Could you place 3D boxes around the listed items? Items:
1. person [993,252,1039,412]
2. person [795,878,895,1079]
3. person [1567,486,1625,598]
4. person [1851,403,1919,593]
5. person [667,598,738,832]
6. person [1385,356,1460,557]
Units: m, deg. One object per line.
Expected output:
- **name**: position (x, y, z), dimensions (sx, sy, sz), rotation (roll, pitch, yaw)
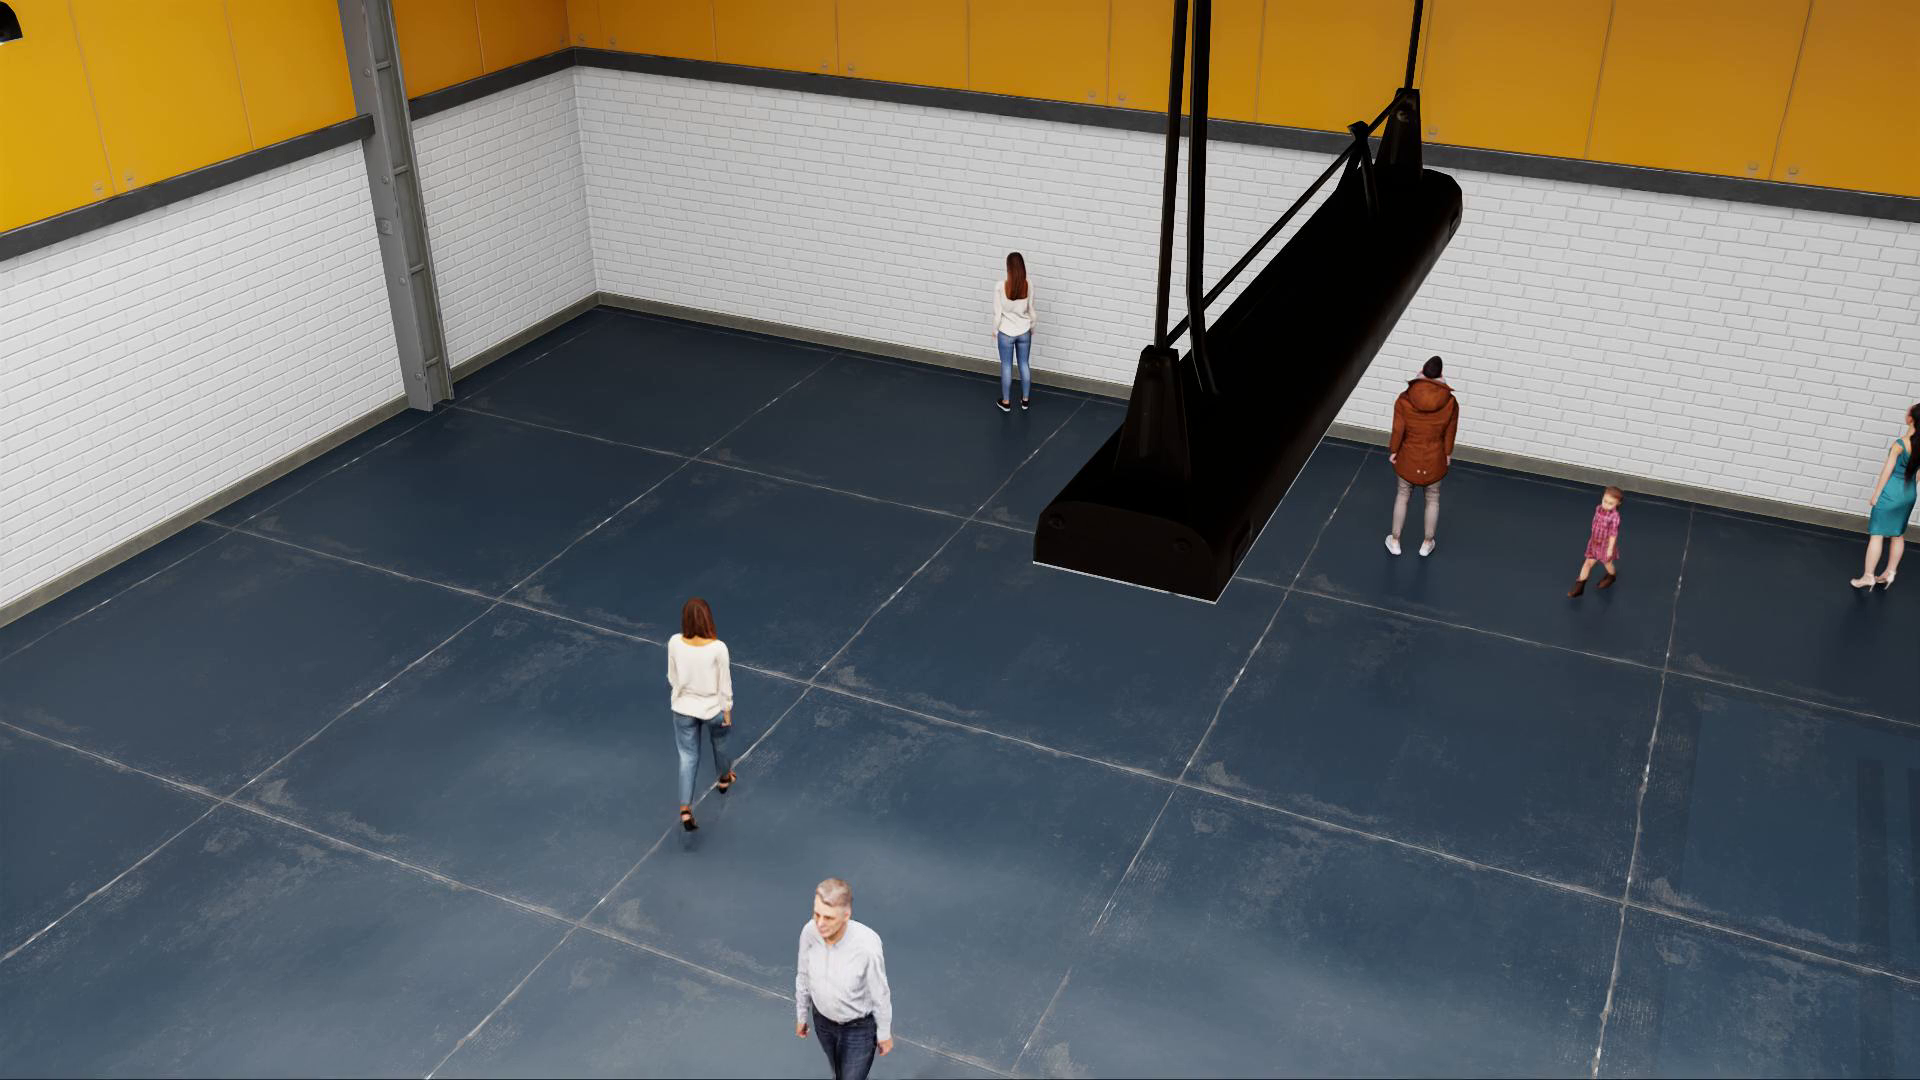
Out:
- **person**: position (0.563, -2.143, 17.059), dimensions (0.703, 1.695, 0.739), rotation (-6, 29, -11)
- **person**: position (-0.545, 2.417, 8.576), dimensions (0.702, 1.813, 0.650), rotation (16, 32, 27)
- **person**: position (5.396, -0.002, 13.849), dimensions (0.804, 1.009, 0.685), rotation (-14, 32, -24)
- **person**: position (7.762, -0.350, 13.781), dimensions (0.608, 1.685, 0.657), rotation (-8, 30, -14)
- **person**: position (-1.749, 1.175, 11.027), dimensions (0.795, 1.647, 1.107), rotation (5, 29, 8)
- **person**: position (3.970, -0.717, 14.293), dimensions (0.776, 1.839, 0.776), rotation (6, 29, 10)
